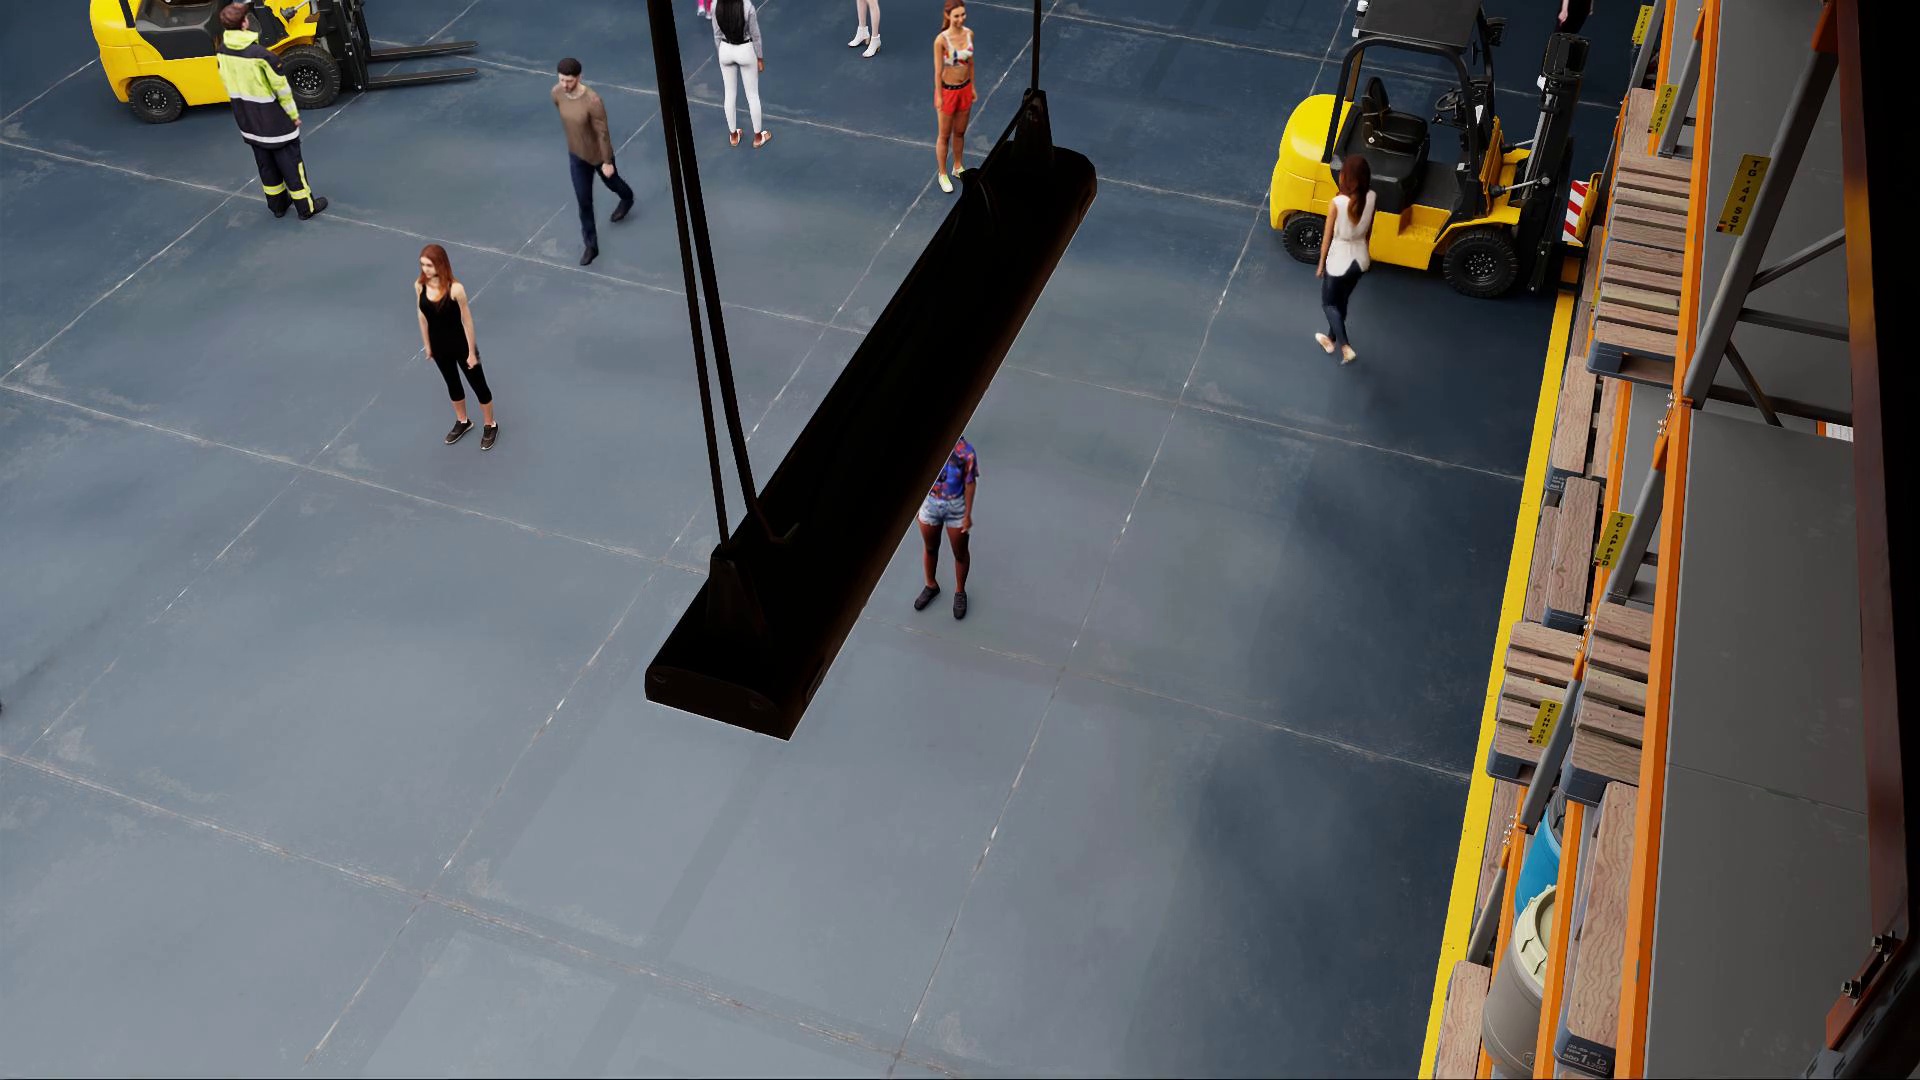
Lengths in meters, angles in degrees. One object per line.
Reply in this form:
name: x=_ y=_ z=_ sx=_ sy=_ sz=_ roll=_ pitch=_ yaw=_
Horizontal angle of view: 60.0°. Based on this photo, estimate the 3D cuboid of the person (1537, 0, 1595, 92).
person: x=5.998 y=-5.223 z=16.208 sx=0.644 sy=1.741 sz=0.718 roll=-22 pitch=48 yaw=-21

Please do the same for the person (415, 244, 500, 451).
person: x=-3.722 y=-1.437 z=12.246 sx=0.572 sy=1.726 sz=0.519 roll=11 pitch=45 yaw=11

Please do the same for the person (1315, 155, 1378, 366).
person: x=3.055 y=-2.087 z=12.906 sx=0.885 sy=1.756 sz=0.982 roll=-12 pitch=45 yaw=-12

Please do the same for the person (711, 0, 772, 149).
person: x=-2.054 y=-4.468 z=15.428 sx=0.625 sy=1.725 sz=0.577 roll=7 pitch=44 yaw=7

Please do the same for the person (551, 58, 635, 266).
person: x=-3.111 y=-3.341 z=14.176 sx=0.717 sy=1.819 sz=1.262 roll=12 pitch=45 yaw=13

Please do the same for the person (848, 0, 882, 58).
person: x=-0.970 y=-5.785 z=16.736 sx=0.700 sy=1.827 sz=0.671 roll=-24 pitch=49 yaw=-23

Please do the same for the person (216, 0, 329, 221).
person: x=-6.046 y=-3.718 z=14.453 sx=0.786 sy=1.983 sz=0.660 roll=10 pitch=45 yaw=11

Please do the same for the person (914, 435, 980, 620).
person: x=-0.097 y=-0.209 z=10.944 sx=0.592 sy=1.742 sz=0.521 roll=12 pitch=45 yaw=12

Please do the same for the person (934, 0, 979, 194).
person: x=-0.055 y=-4.001 z=14.889 sx=0.663 sy=1.792 sz=0.743 roll=-25 pitch=49 yaw=-24
